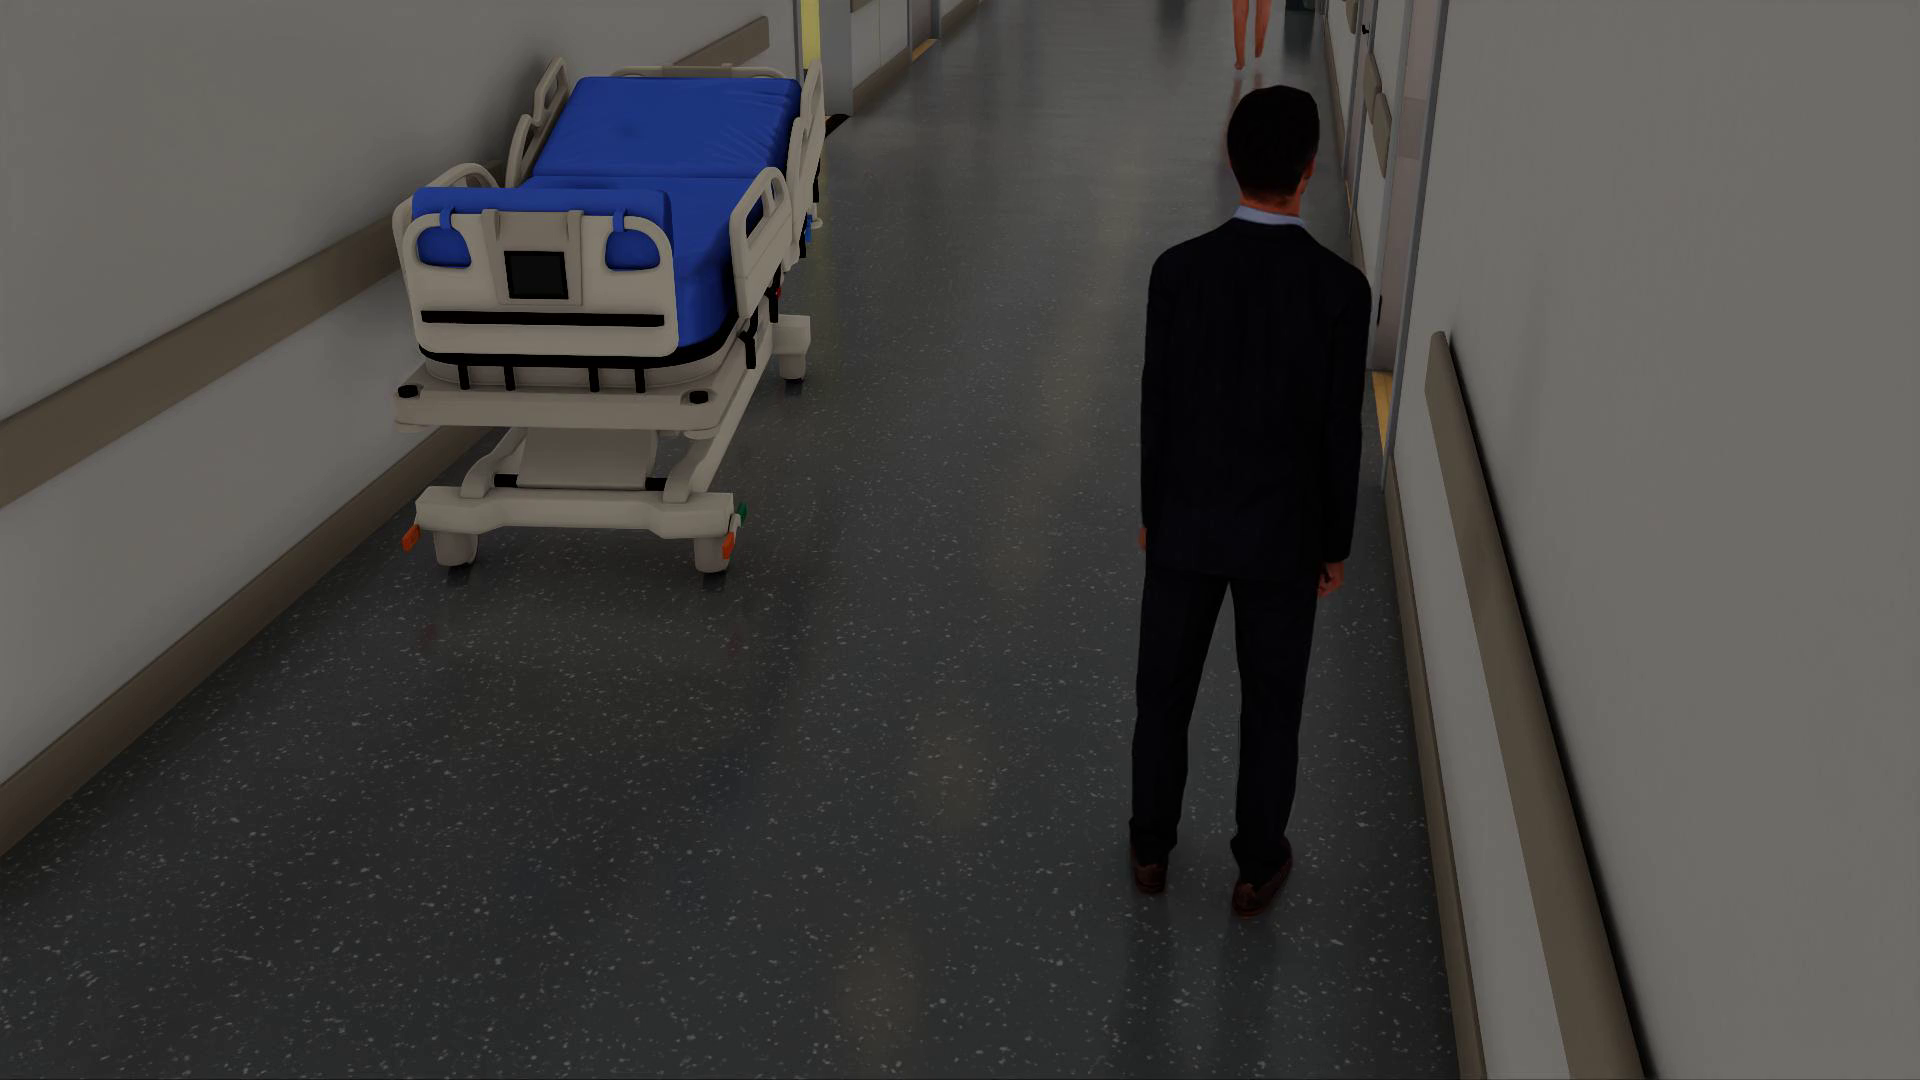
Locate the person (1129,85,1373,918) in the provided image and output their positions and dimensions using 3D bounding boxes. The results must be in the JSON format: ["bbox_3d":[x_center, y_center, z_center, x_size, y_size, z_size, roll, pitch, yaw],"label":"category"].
[{"bbox_3d":[0.604,-0.029,3.613,0.553,1.866,0.711,7,27,14],"label":"person"}]

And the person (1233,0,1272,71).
[{"bbox_3d":[2.353,-4.557,13.350,0.956,1.566,0.635,4,26,8],"label":"person"}]
